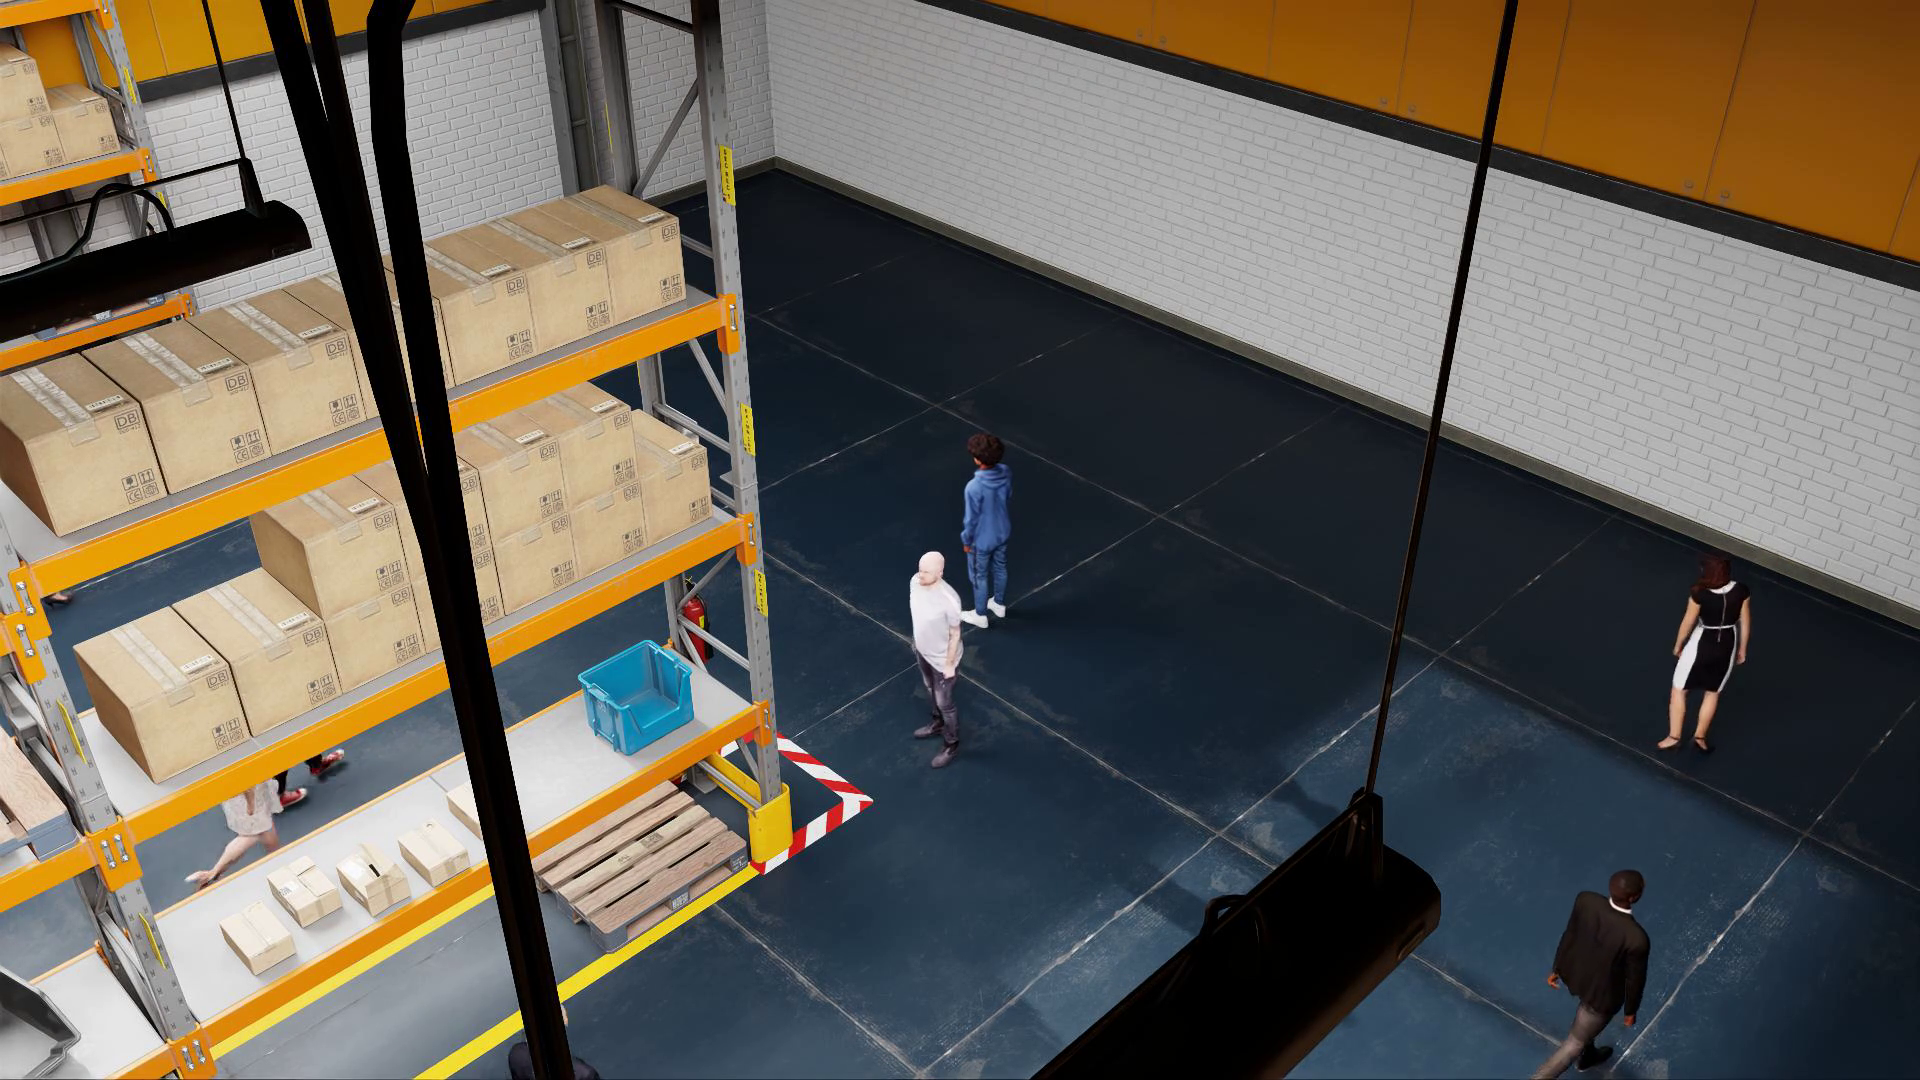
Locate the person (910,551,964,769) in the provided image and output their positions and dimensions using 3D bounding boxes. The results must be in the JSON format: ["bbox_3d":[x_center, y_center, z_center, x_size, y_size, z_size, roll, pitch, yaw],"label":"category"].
[{"bbox_3d":[-0.144,0.817,12.326,0.684,1.828,0.705,-18,37,-24],"label":"person"}]

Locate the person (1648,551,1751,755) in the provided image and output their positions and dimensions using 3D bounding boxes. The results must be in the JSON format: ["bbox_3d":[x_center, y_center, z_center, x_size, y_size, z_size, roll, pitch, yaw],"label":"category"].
[{"bbox_3d":[5.598,0.874,12.297,0.742,1.765,0.757,12,36,18],"label":"person"}]

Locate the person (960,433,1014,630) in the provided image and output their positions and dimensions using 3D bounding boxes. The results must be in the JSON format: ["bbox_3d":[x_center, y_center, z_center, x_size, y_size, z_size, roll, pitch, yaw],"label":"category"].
[{"bbox_3d":[0.242,-0.081,13.700,0.528,1.802,0.735,-27,42,-34],"label":"person"}]

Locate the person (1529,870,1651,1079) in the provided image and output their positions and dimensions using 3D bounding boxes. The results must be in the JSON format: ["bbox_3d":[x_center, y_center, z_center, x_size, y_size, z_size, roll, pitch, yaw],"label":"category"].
[{"bbox_3d":[3.608,2.638,9.645,1.241,1.763,0.884,-16,37,-23],"label":"person"}]

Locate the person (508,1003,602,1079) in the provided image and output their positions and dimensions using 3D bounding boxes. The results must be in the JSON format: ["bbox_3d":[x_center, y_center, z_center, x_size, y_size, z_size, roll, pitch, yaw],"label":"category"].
[{"bbox_3d":[-2.130,3.190,8.806,0.886,1.774,1.091,16,37,22],"label":"person"}]
